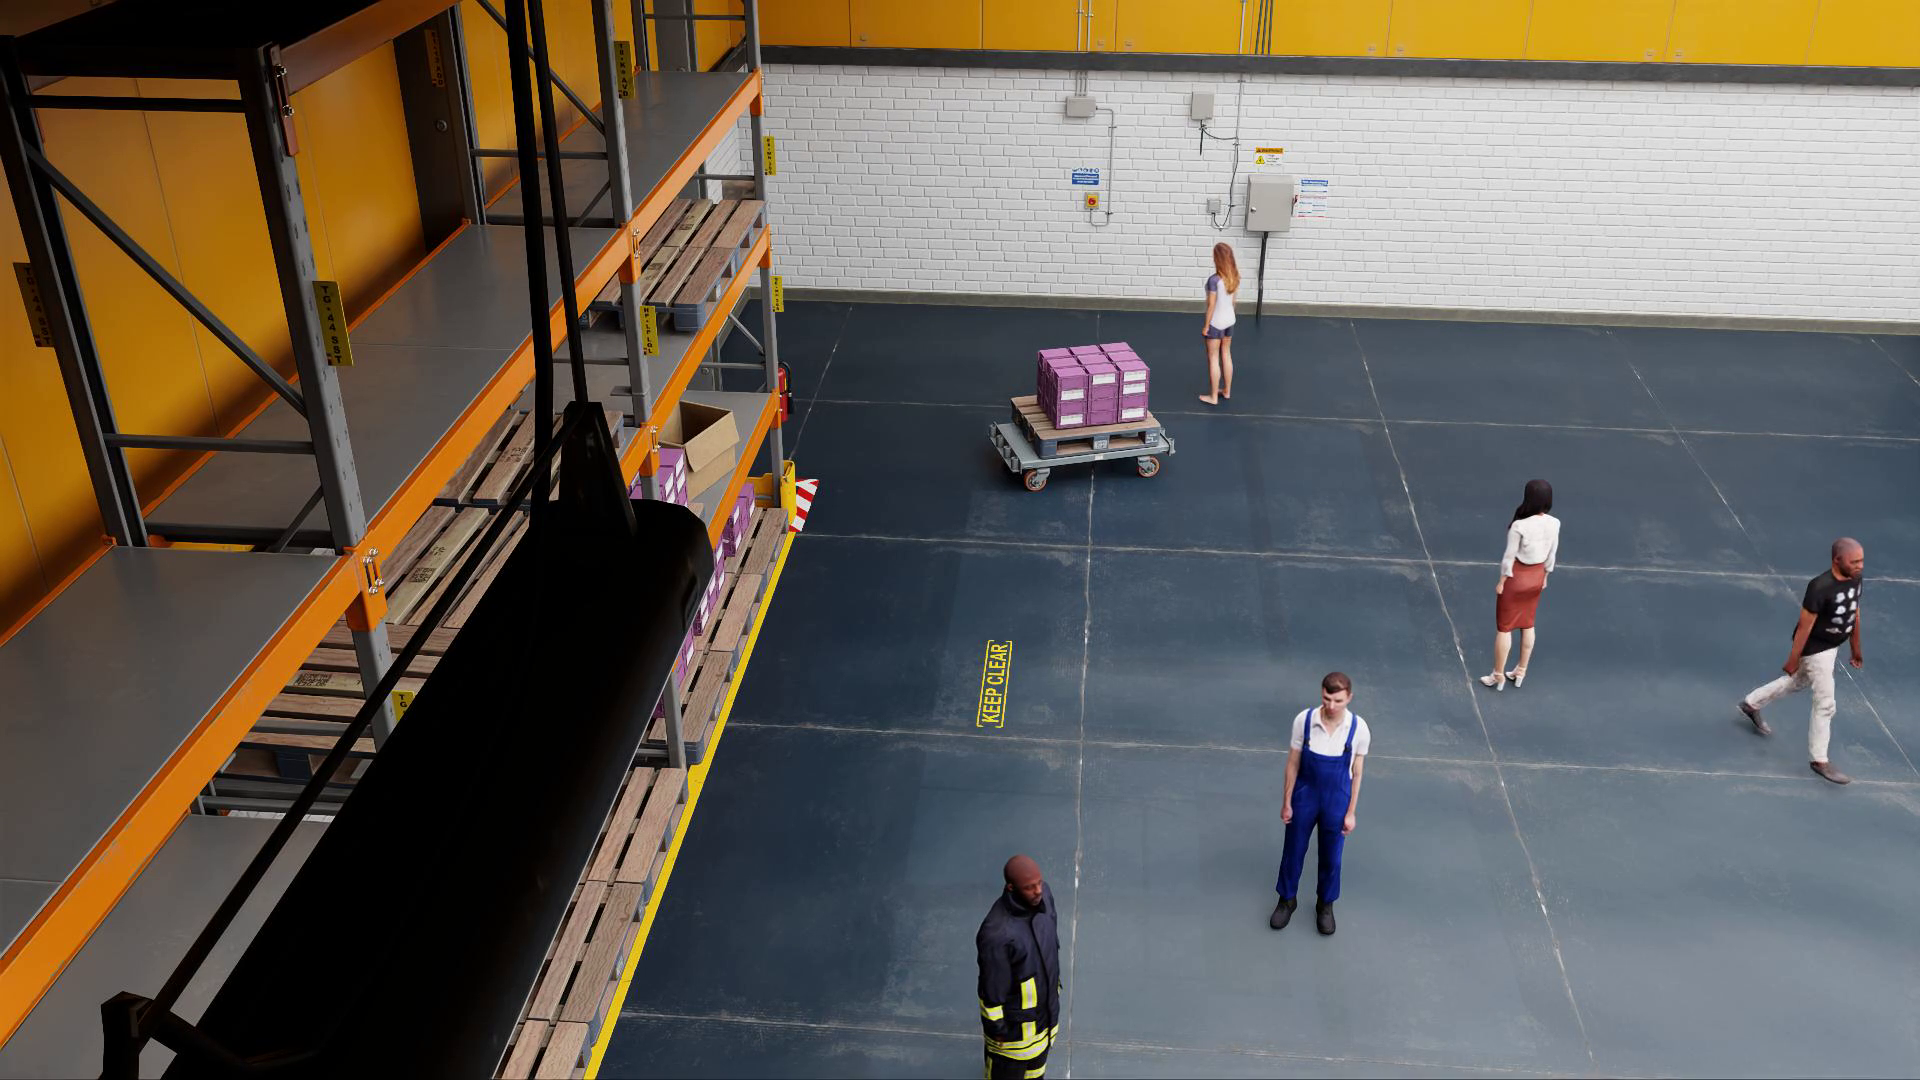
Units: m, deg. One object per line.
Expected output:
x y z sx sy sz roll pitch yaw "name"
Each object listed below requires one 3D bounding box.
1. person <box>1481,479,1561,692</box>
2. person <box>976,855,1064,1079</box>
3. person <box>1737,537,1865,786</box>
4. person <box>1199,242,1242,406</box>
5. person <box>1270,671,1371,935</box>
4.248 0.344 12.573 0.663 1.749 0.650 -10 30 -17 "person"
0.302 2.374 8.776 0.909 1.823 0.806 20 34 32 "person"
6.022 0.746 11.818 1.153 1.766 1.274 -19 34 -30 "person"
2.724 -2.265 17.377 0.685 1.729 0.745 -22 35 -34 "person"
2.217 1.583 10.195 0.657 1.851 0.609 7 29 12 "person"
